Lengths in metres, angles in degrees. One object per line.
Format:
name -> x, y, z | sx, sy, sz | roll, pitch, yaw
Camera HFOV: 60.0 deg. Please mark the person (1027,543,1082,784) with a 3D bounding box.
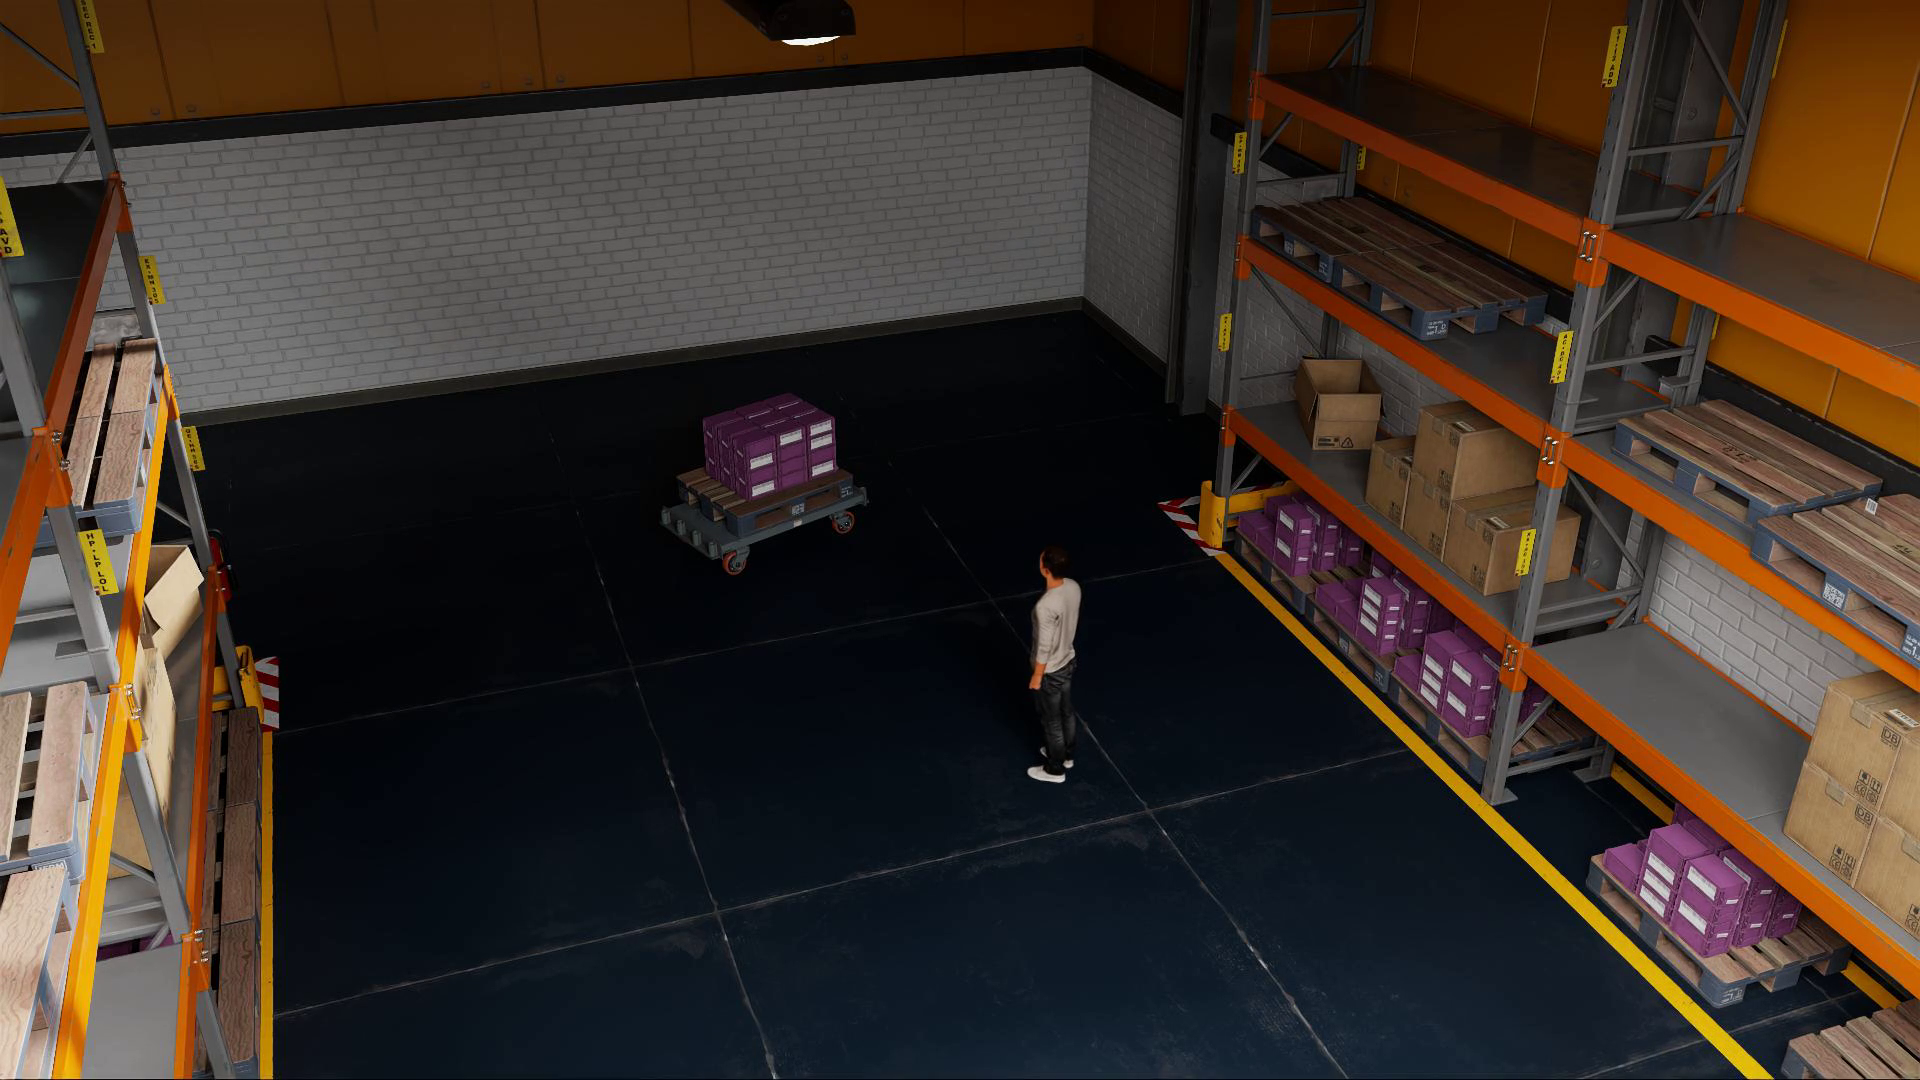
person -> 0.651, 0.837, 11.327 | 0.766, 1.811, 0.729 | 15, 32, 26
